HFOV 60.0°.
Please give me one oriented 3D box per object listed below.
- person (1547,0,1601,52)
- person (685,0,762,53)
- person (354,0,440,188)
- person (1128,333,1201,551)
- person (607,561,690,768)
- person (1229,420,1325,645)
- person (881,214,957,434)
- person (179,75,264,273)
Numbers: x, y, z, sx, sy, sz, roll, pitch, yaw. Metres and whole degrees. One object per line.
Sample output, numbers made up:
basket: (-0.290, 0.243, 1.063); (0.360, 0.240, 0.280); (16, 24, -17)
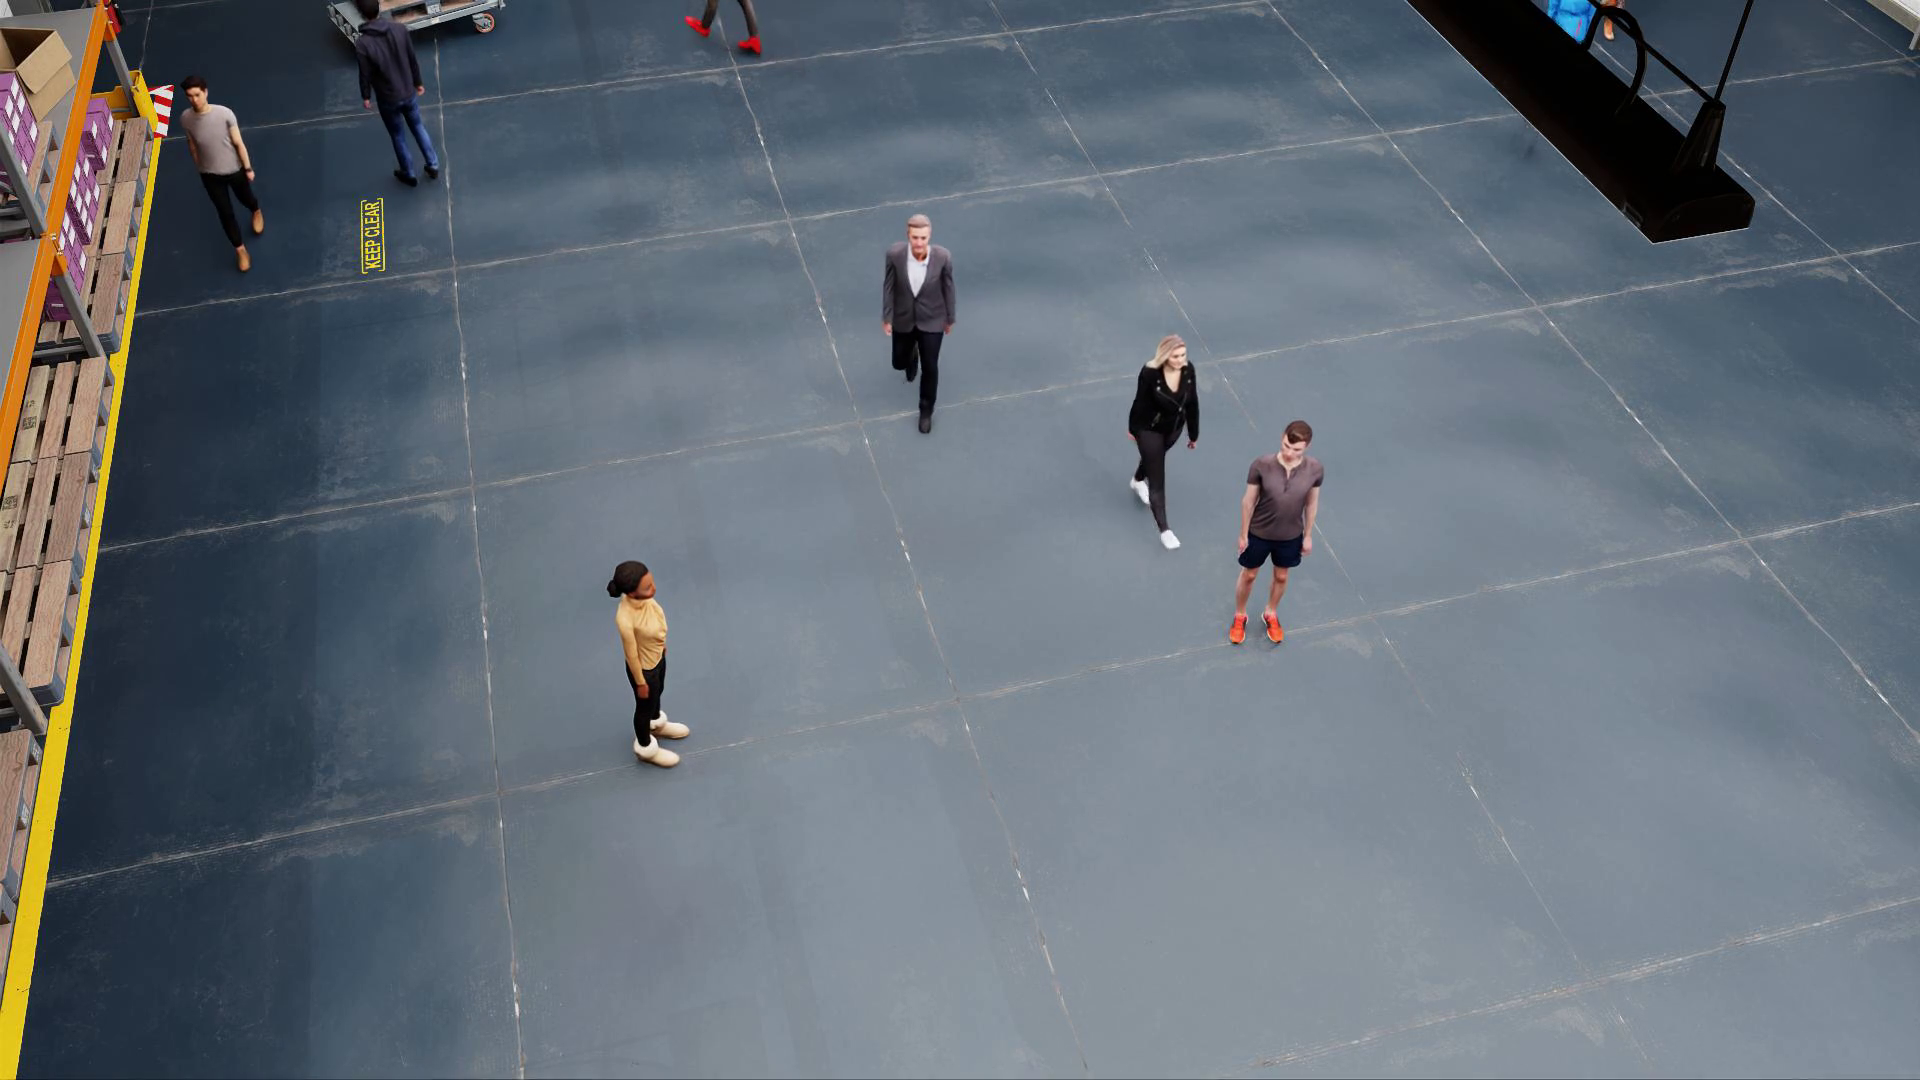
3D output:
person: (5.743, -4.737, 15.847); (0.928, 1.784, 0.965); (27, 50, 25)
person: (-2.309, -5.840, 17.019); (1.249, 1.765, 1.150); (25, 49, 24)
person: (-5.070, -4.017, 15.018); (0.864, 1.885, 0.840); (34, 53, 30)
person: (1.383, -0.831, 11.850); (0.713, 1.642, 1.142); (-15, 46, -16)
person: (-1.934, 0.739, 10.190); (0.712, 1.658, 0.594); (5, 44, 6)
person: (2.067, -0.068, 10.896); (0.715, 1.853, 0.664); (2, 44, 2)
person: (-0.319, -1.720, 12.655); (0.908, 1.820, 1.066); (2, 44, 2)
person: (-6.341, -3.240, 14.341); (0.602, 1.694, 1.065); (-10, 45, -11)
